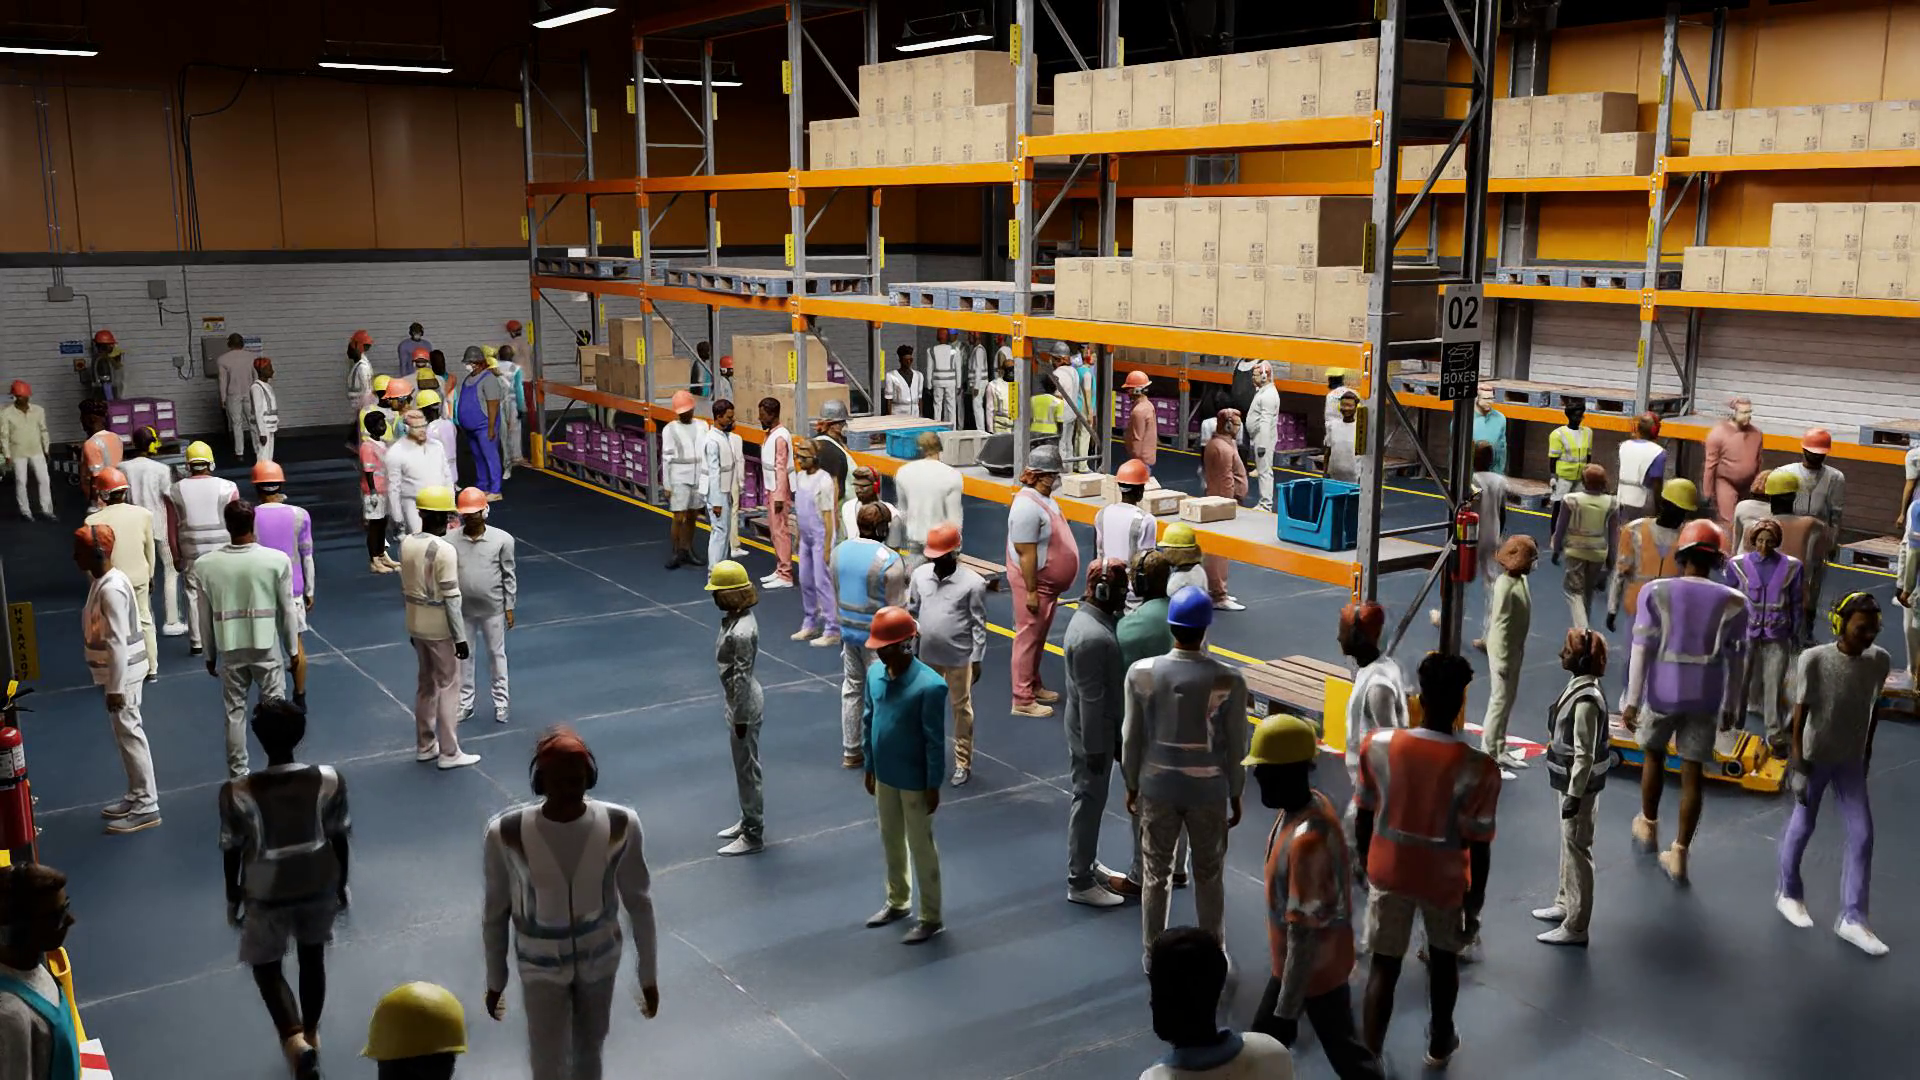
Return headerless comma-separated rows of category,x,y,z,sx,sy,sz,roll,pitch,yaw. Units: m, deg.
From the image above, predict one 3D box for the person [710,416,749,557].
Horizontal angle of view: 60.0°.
person,-2.556,-0.628,18.112,0.500,1.632,0.286,5,12,25

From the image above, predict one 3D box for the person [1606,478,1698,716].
person,4.978,0.464,11.922,0.635,1.887,0.855,4,12,21

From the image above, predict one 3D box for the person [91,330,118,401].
person,-12.452,-2.044,24.321,0.404,2.037,0.606,-8,13,-34

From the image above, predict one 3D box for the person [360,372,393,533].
person,-6.755,-0.997,19.304,0.509,1.903,0.742,-3,11,-13

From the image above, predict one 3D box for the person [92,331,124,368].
person,-13.122,-2.260,25.697,0.437,1.938,0.614,1,11,5

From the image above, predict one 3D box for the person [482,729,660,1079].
person,-1.386,1.621,6.034,0.611,1.848,0.896,-4,12,-22

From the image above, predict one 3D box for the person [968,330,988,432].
person,0.292,-2.543,27.295,0.347,1.874,0.589,0,11,-1

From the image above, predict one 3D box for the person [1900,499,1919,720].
person,7.248,0.322,12.201,0.615,2.041,0.391,3,12,16

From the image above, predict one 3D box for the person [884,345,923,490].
person,-0.747,-1.669,22.583,0.606,1.966,0.367,-7,13,-33

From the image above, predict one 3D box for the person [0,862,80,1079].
person,-2.755,1.840,4.970,0.342,1.839,0.502,-6,12,-27

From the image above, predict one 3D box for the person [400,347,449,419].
person,-7.034,-1.533,21.848,0.620,1.986,0.409,-3,12,-17

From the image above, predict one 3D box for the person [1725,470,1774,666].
person,6.605,0.226,13.770,0.288,1.625,0.497,-6,13,-28

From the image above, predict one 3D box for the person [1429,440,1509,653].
person,4.439,0.025,14.350,0.531,1.790,0.965,-3,11,-13

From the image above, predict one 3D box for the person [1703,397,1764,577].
person,7.911,-0.557,17.139,0.656,1.878,0.843,-3,12,-17

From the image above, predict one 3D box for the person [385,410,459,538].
person,-5.093,-0.304,15.800,0.746,1.883,0.668,8,13,34

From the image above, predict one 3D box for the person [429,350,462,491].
person,-6.989,-1.590,22.303,0.382,1.918,0.597,10,15,41

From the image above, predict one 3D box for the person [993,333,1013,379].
person,0.735,-2.569,27.538,0.386,1.838,0.566,1,11,7

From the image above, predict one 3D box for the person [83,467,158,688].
person,-6.585,0.297,13.056,0.321,1.755,0.563,6,13,30

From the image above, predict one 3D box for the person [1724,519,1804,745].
person,5.554,0.654,11.558,0.525,1.631,0.323,4,12,21

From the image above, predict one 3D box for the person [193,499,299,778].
person,-4.542,0.692,10.644,0.587,1.913,0.398,-3,11,-14

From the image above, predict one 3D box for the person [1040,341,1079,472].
person,1.288,-1.636,22.227,0.537,2.000,0.683,5,12,24

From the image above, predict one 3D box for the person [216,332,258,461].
person,-10.922,-2.175,25.243,0.629,1.940,0.379,-9,14,-38

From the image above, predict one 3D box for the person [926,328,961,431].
person,-0.261,-2.529,27.194,0.572,1.886,0.355,1,11,5

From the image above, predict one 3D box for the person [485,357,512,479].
person,-6.561,-1.714,23.416,0.486,1.737,0.324,1,11,5

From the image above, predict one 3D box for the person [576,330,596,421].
person,-6.052,-2.489,27.071,0.329,1.861,0.507,-3,11,-14

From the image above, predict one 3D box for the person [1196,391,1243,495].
person,3.013,-0.877,19.244,0.536,1.701,0.319,-4,12,-19

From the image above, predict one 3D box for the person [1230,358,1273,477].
person,4.106,-1.927,23.714,0.535,2.000,0.685,-8,13,-34

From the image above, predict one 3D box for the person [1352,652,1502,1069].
person,1.913,1.408,6.961,0.627,1.928,0.971,6,12,27

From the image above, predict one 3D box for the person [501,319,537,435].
person,-7.384,-2.710,27.915,0.670,1.980,0.462,-7,13,-34

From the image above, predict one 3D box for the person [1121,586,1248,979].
person,1.081,1.183,8.033,0.605,1.948,0.406,3,11,15

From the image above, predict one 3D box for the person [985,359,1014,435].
person,0.641,-1.451,21.790,0.625,1.844,0.429,-3,12,-17

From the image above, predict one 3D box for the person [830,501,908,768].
person,-0.575,0.654,11.039,0.625,1.837,0.429,10,15,41

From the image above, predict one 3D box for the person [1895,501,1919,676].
person,7.296,0.344,12.483,0.401,1.894,0.653,-3,12,-16

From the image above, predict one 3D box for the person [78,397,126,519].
person,-8.285,-0.399,16.084,0.365,1.965,0.608,-1,11,-6

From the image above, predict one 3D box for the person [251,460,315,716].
person,-5.057,0.366,12.294,0.550,1.923,0.391,-8,14,-35

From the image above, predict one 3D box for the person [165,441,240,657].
person,-6.346,0.078,14.025,0.590,1.824,0.404,-4,12,-19

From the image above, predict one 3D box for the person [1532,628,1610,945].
person,3.143,1.246,8.494,0.309,1.645,0.514,3,11,16

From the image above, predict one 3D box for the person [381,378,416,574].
person,-5.742,-0.662,17.267,0.402,2.035,0.606,-1,11,-7

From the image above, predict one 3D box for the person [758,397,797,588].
person,-1.823,-0.481,16.667,0.398,1.909,0.599,-3,11,-16

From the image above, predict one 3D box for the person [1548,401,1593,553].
person,6.717,-0.699,18.336,0.542,1.685,0.319,-3,11,-15

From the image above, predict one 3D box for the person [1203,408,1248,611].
person,2.510,-0.296,15.716,0.409,1.906,0.642,0,11,-2

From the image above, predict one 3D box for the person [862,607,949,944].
person,-0.310,1.187,8.555,0.351,1.738,0.575,-11,15,-44

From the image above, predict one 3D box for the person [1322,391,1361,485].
person,4.057,-0.637,17.541,0.513,1.877,0.328,5,12,25

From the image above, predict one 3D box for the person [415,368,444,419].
person,-6.902,-1.380,21.707,0.321,1.738,0.487,3,12,16

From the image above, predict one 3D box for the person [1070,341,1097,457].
person,1.887,-2.229,25.520,0.545,1.940,0.352,-4,12,-20

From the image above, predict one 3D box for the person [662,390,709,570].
person,-2.846,-0.629,17.420,0.565,1.913,0.415,-10,15,-42

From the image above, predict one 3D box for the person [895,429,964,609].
person,-0.273,0.009,14.202,0.642,1.896,0.757,4,12,22

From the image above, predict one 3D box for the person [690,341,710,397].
person,-3.881,-2.069,24.997,0.369,1.834,0.507,-2,11,-8
